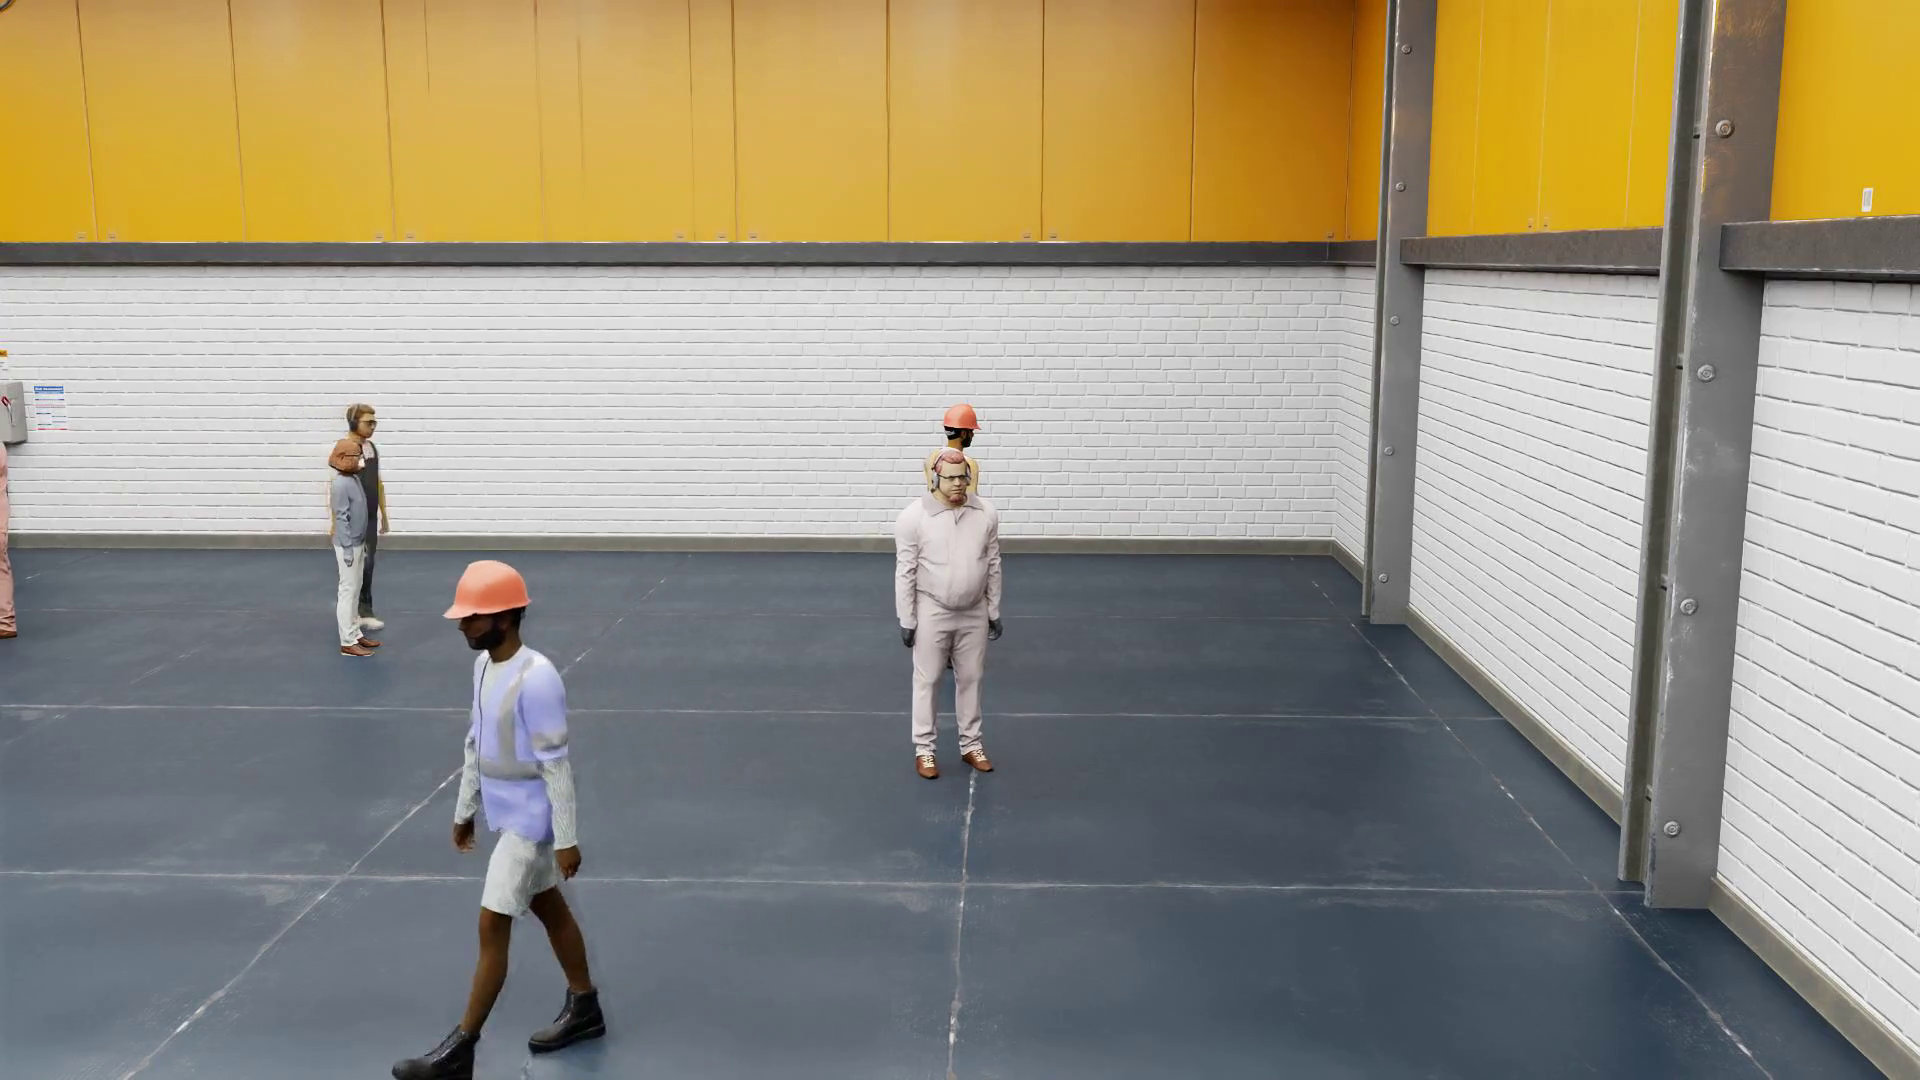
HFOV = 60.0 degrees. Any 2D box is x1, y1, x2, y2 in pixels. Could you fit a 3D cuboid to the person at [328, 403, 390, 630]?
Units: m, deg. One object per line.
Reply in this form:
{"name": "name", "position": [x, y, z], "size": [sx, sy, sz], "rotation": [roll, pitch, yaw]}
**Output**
{"name": "person", "position": [-4.772, -0.172, 13.261], "size": [0.394, 1.833, 0.548], "rotation": [4, 10, 21]}

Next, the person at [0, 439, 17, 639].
{"name": "person", "position": [-7.666, -0.167, 13.051], "size": [0.402, 1.901, 0.647], "rotation": [-5, 11, -26]}

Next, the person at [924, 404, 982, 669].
{"name": "person", "position": [-0.019, -0.027, 12.128], "size": [0.382, 1.932, 0.541], "rotation": [-8, 12, -39]}

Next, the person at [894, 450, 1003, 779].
{"name": "person", "position": [-0.052, 0.425, 9.574], "size": [0.642, 1.902, 0.401], "rotation": [-4, 11, -23]}

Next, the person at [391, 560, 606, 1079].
{"name": "person", "position": [-1.724, 1.022, 6.054], "size": [0.924, 1.895, 0.575], "rotation": [-7, 12, -34]}

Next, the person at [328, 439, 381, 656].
{"name": "person", "position": [-4.572, 0.051, 12.531], "size": [0.284, 1.633, 0.497], "rotation": [-1, 10, -8]}
